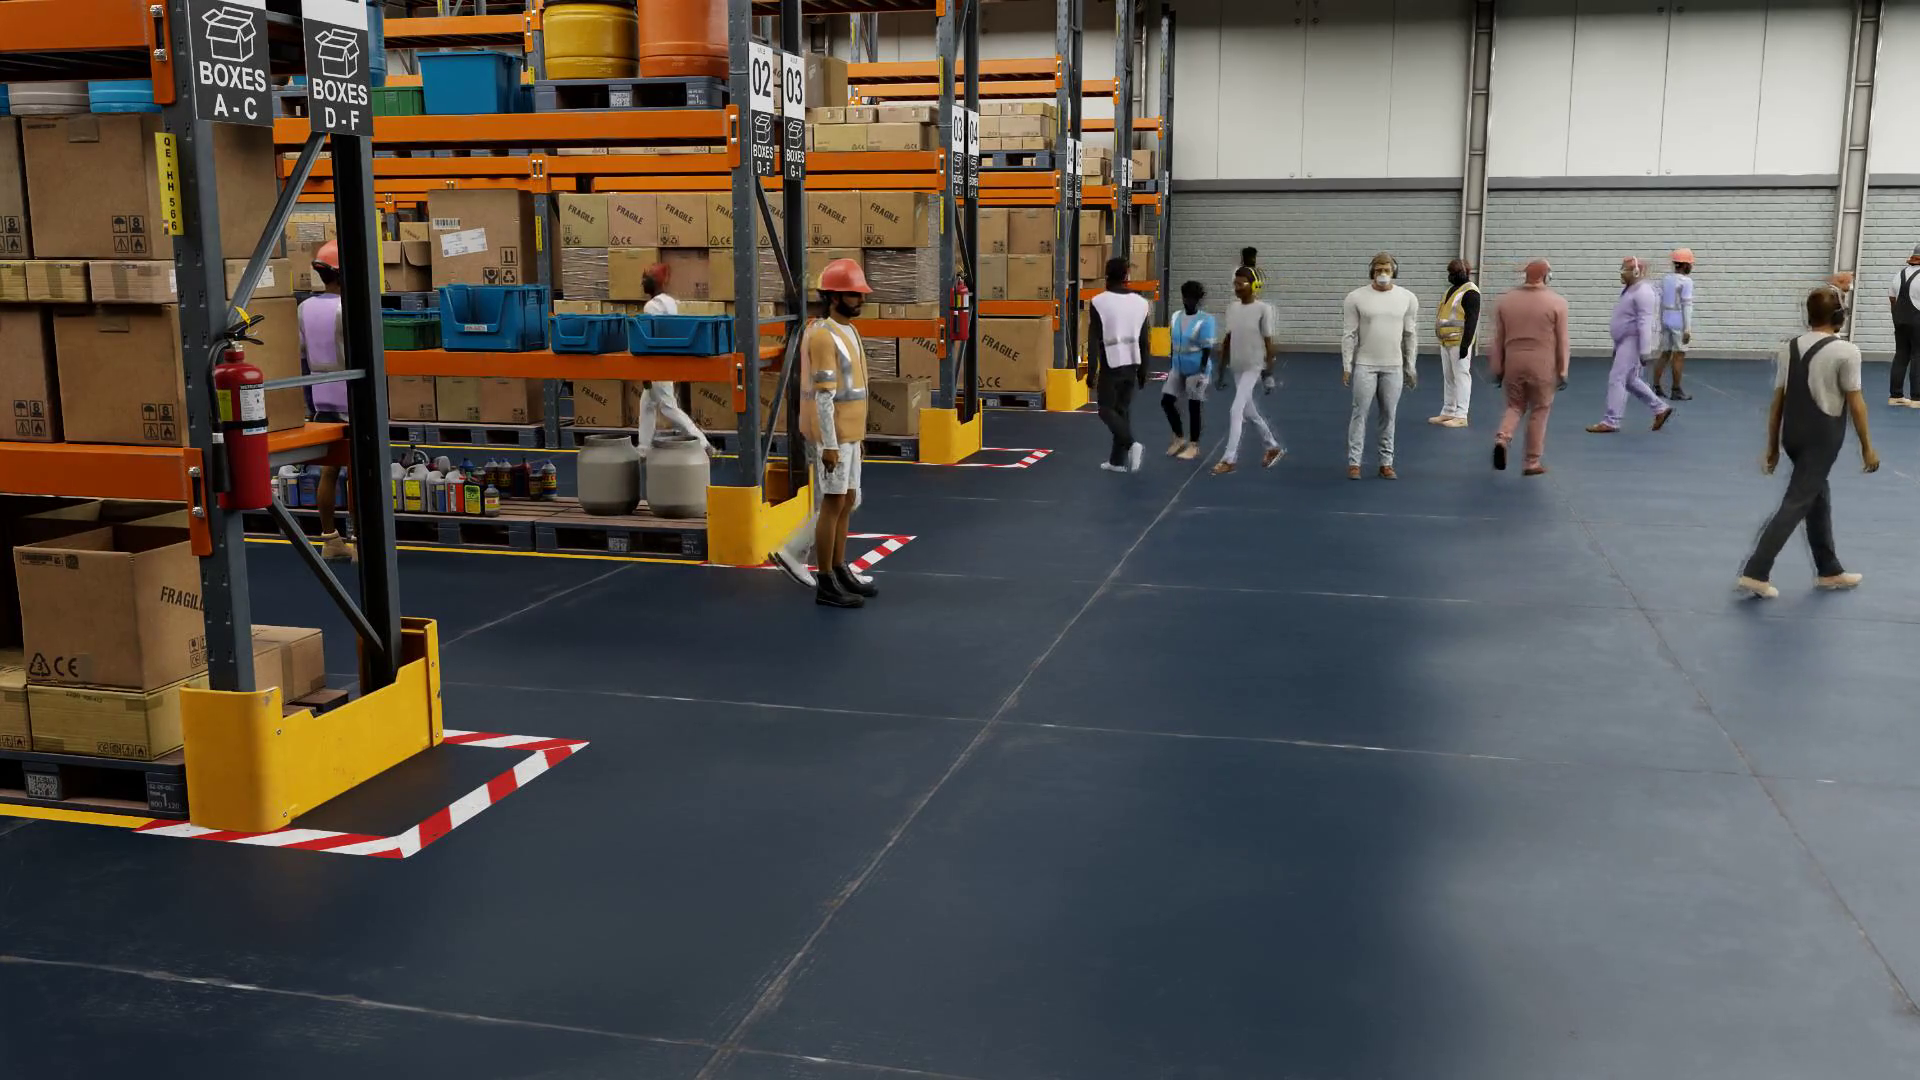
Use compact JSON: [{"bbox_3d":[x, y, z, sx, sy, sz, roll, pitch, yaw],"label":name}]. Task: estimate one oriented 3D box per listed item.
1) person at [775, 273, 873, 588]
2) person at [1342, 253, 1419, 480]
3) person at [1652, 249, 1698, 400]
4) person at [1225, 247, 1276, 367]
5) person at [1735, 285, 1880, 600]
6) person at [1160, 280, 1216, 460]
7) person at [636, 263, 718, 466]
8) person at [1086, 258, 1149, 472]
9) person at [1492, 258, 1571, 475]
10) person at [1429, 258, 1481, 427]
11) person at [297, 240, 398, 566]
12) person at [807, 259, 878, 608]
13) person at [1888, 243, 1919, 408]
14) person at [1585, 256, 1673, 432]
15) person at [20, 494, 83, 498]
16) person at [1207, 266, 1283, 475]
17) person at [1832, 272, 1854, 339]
[{"bbox_3d":[-0.784,-0.647,9.737,0.500,1.898,0.591,-3,11,-16],"label":"person"},{"bbox_3d":[3.576,-1.460,14.159,0.640,1.930,0.457,1,10,4],"label":"person"},{"bbox_3d":[9.127,-2.738,21.280,0.555,1.926,0.564,-3,11,-15],"label":"person"},{"bbox_3d":[4.697,-3.725,26.687,0.940,1.922,0.624,0,10,0],"label":"person"},{"bbox_3d":[4.851,-0.549,9.487,0.982,1.800,0.524,-3,11,-16],"label":"person"},{"bbox_3d":[2.119,-1.560,15.381,0.373,1.669,0.548,-9,14,-41],"label":"person"},{"bbox_3d":[-2.625,-1.554,14.891,0.926,1.852,0.585,1,10,8],"label":"person"},{"bbox_3d":[1.418,-1.505,14.492,0.598,1.898,0.663,-6,12,-28],"label":"person"},{"bbox_3d":[4.932,-1.485,14.400,0.640,1.886,0.504,9,14,42],"label":"person"},{"bbox_3d":[5.451,-2.167,18.302,0.429,1.843,0.627,-2,10,-9],"label":"person"},{"bbox_3d":[-3.868,-0.857,10.479,0.616,2.041,0.379,5,11,26],"label":"person"},{"bbox_3d":[-0.645,-0.596,9.324,0.358,1.936,0.552,2,11,13],"label":"person"},{"bbox_3d":[11.765,-2.644,20.385,0.538,2.000,0.690,-2,10,-12],"label":"person"},{"bbox_3d":[7.166,-2.066,17.640,0.855,1.874,0.649,1,10,7],"label":"person"},{"bbox_3d":[-5.041,-0.534,9.133,0.355,1.883,0.574,2,11,13],"label":"person"},{"bbox_3d":[2.562,-1.513,14.743,0.973,1.827,0.525,-7,13,-35],"label":"person"},{"bbox_3d":[11.625,-2.753,22.156,0.392,1.613,0.541,7,12,33],"label":"person"}]
